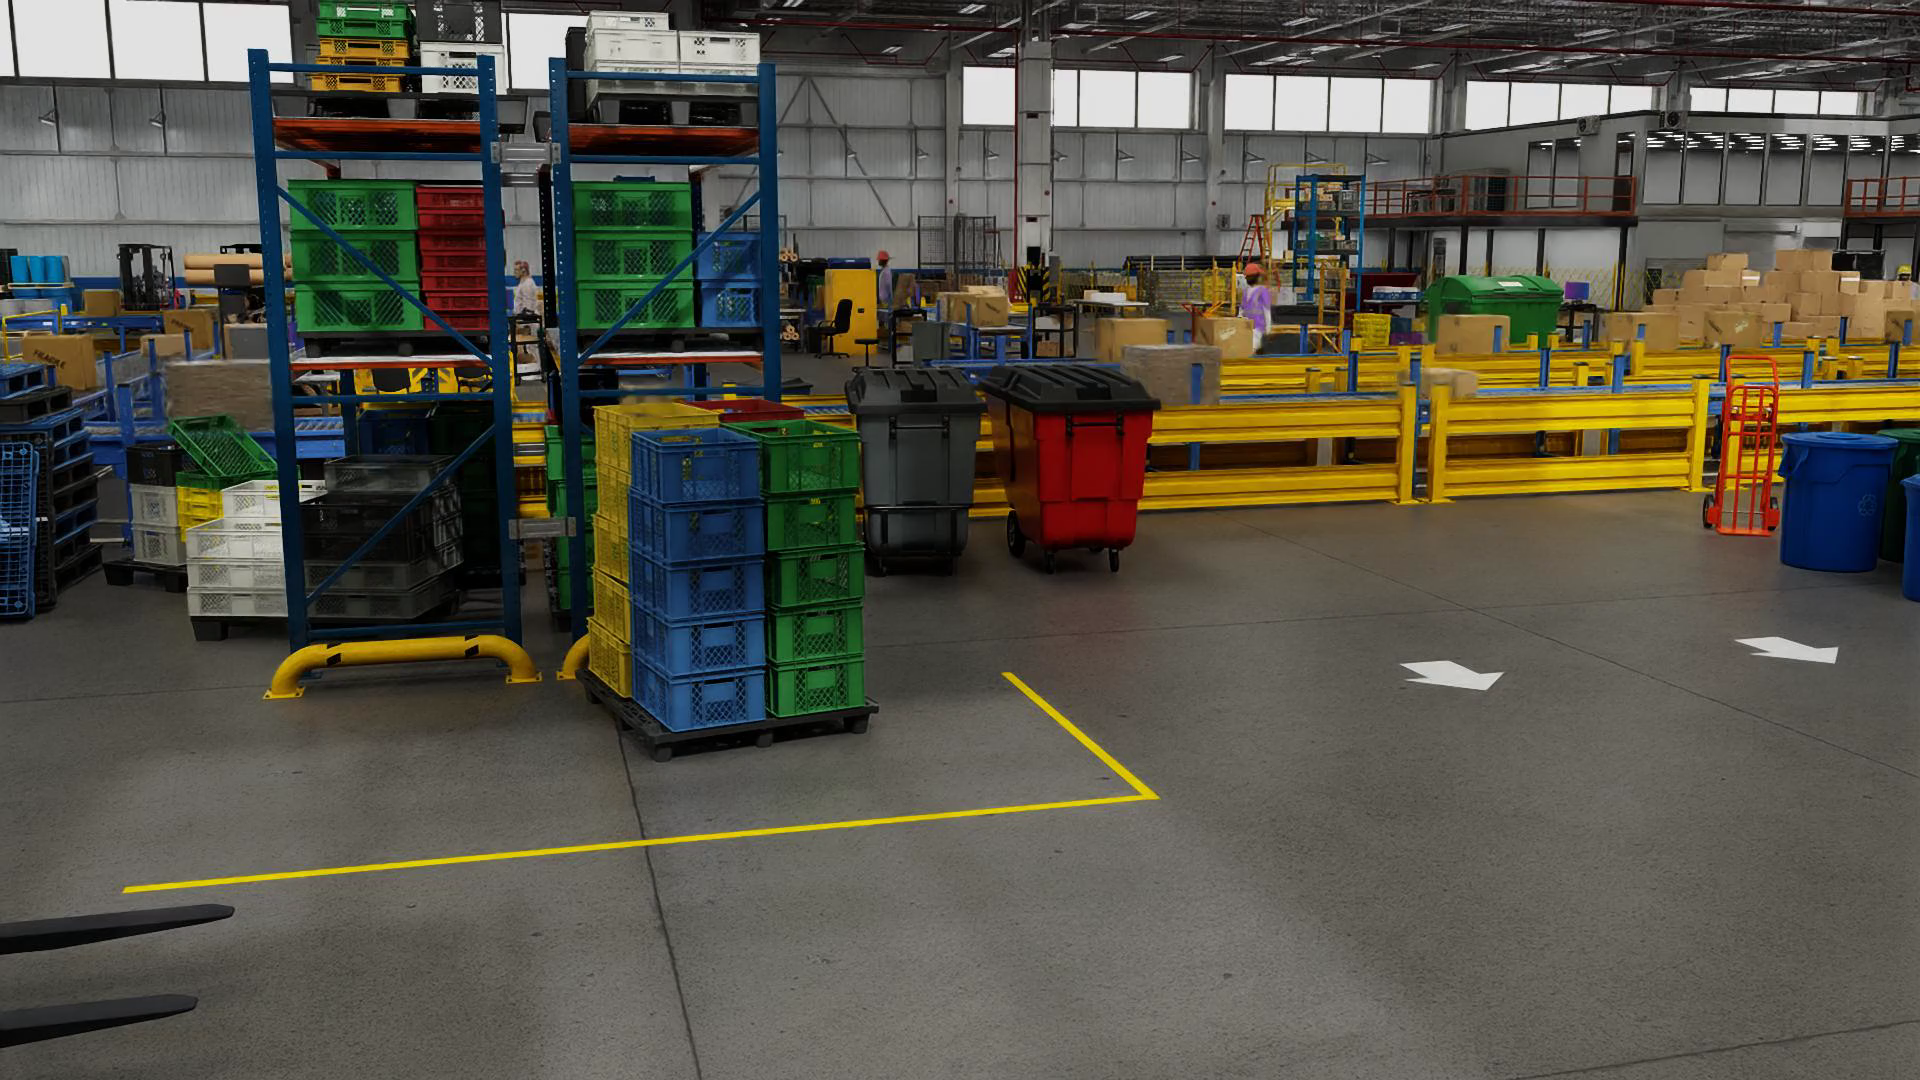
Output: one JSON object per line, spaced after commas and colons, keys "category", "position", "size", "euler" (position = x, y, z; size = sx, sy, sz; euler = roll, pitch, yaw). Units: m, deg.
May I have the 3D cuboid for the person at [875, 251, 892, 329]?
{"category": "person", "position": [-1.610, -5.495, 37.503], "size": [0.785, 2.025, 0.613], "euler": [-1, 10, -3]}

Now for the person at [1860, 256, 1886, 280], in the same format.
{"category": "person", "position": [21.953, -5.887, 40.105], "size": [0.585, 1.882, 0.337], "euler": [6, 12, 31]}

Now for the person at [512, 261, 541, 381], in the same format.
{"category": "person", "position": [-6.904, -3.477, 26.440], "size": [0.395, 1.899, 0.645], "euler": [-3, 10, -15]}

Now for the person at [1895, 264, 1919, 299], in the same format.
{"category": "person", "position": [15.636, -3.665, 27.672], "size": [0.600, 1.830, 0.404], "euler": [1, 10, 8]}

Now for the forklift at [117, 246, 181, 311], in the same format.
{"category": "forklift", "position": [-19.966, -6.232, 40.894], "size": [1.157, 1.987, 2.680], "euler": [-3, 10, -15]}

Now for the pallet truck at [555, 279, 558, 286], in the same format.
{"category": "pallet truck", "position": [-10.604, -6.375, 44.520], "size": [0.653, 1.274, 1.630], "euler": [-3, 10, -15]}

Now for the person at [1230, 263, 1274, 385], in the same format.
{"category": "person", "position": [4.330, -3.150, 24.625], "size": [0.976, 1.880, 0.541], "euler": [-4, 11, -22]}

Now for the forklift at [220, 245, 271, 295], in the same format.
{"category": "forklift", "position": [-17.749, -6.334, 41.440], "size": [1.157, 1.987, 2.680], "euler": [-3, 10, -17]}
